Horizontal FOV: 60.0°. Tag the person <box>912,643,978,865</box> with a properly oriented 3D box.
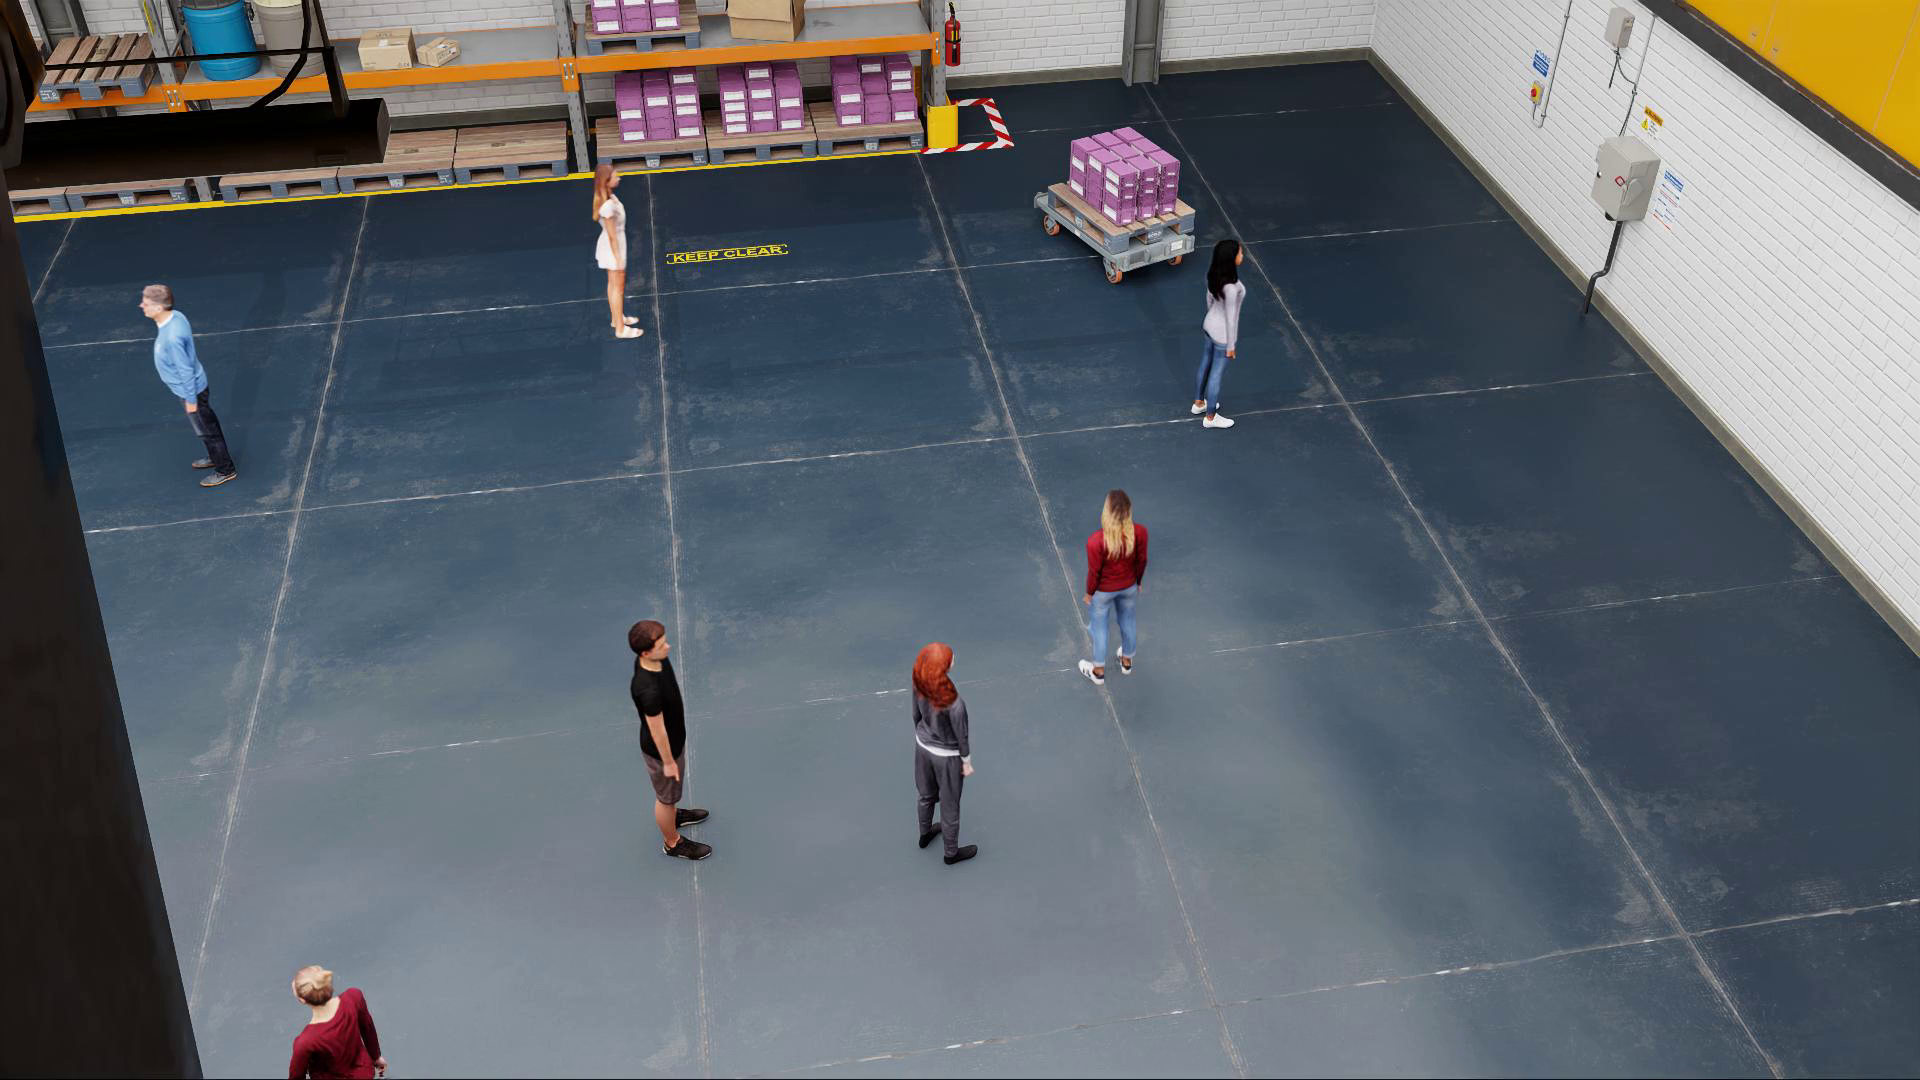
[{"bbox_3d":[-0.121,1.308,10.248,0.656,1.780,0.687,31,48,33],"label":"person"}]

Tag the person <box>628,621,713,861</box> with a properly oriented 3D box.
[{"bbox_3d":[-1.846,1.212,10.302,0.569,1.862,0.663,-5,39,-7],"label":"person"}]

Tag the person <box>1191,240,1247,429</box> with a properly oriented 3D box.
[{"bbox_3d":[2.195,-1.765,14.132,0.543,1.735,0.626,-10,40,-12],"label":"person"}]

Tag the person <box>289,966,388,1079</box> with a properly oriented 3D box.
[{"bbox_3d":[-3.070,2.796,8.484,1.145,1.656,0.967,13,40,16],"label":"person"}]

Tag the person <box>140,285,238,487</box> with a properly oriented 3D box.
[{"bbox_3d":[-6.234,-1.277,13.453,0.659,1.820,0.711,-16,41,-19],"label":"person"}]

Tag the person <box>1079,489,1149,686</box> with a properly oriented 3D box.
[{"bbox_3d":[1.067,0.317,11.606,0.513,1.633,0.700,-14,41,-16],"label":"person"}]

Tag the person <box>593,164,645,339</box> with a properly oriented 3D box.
[{"bbox_3d":[-3.191,-2.673,15.301,0.563,1.696,0.574,-9,39,-11],"label":"person"}]
